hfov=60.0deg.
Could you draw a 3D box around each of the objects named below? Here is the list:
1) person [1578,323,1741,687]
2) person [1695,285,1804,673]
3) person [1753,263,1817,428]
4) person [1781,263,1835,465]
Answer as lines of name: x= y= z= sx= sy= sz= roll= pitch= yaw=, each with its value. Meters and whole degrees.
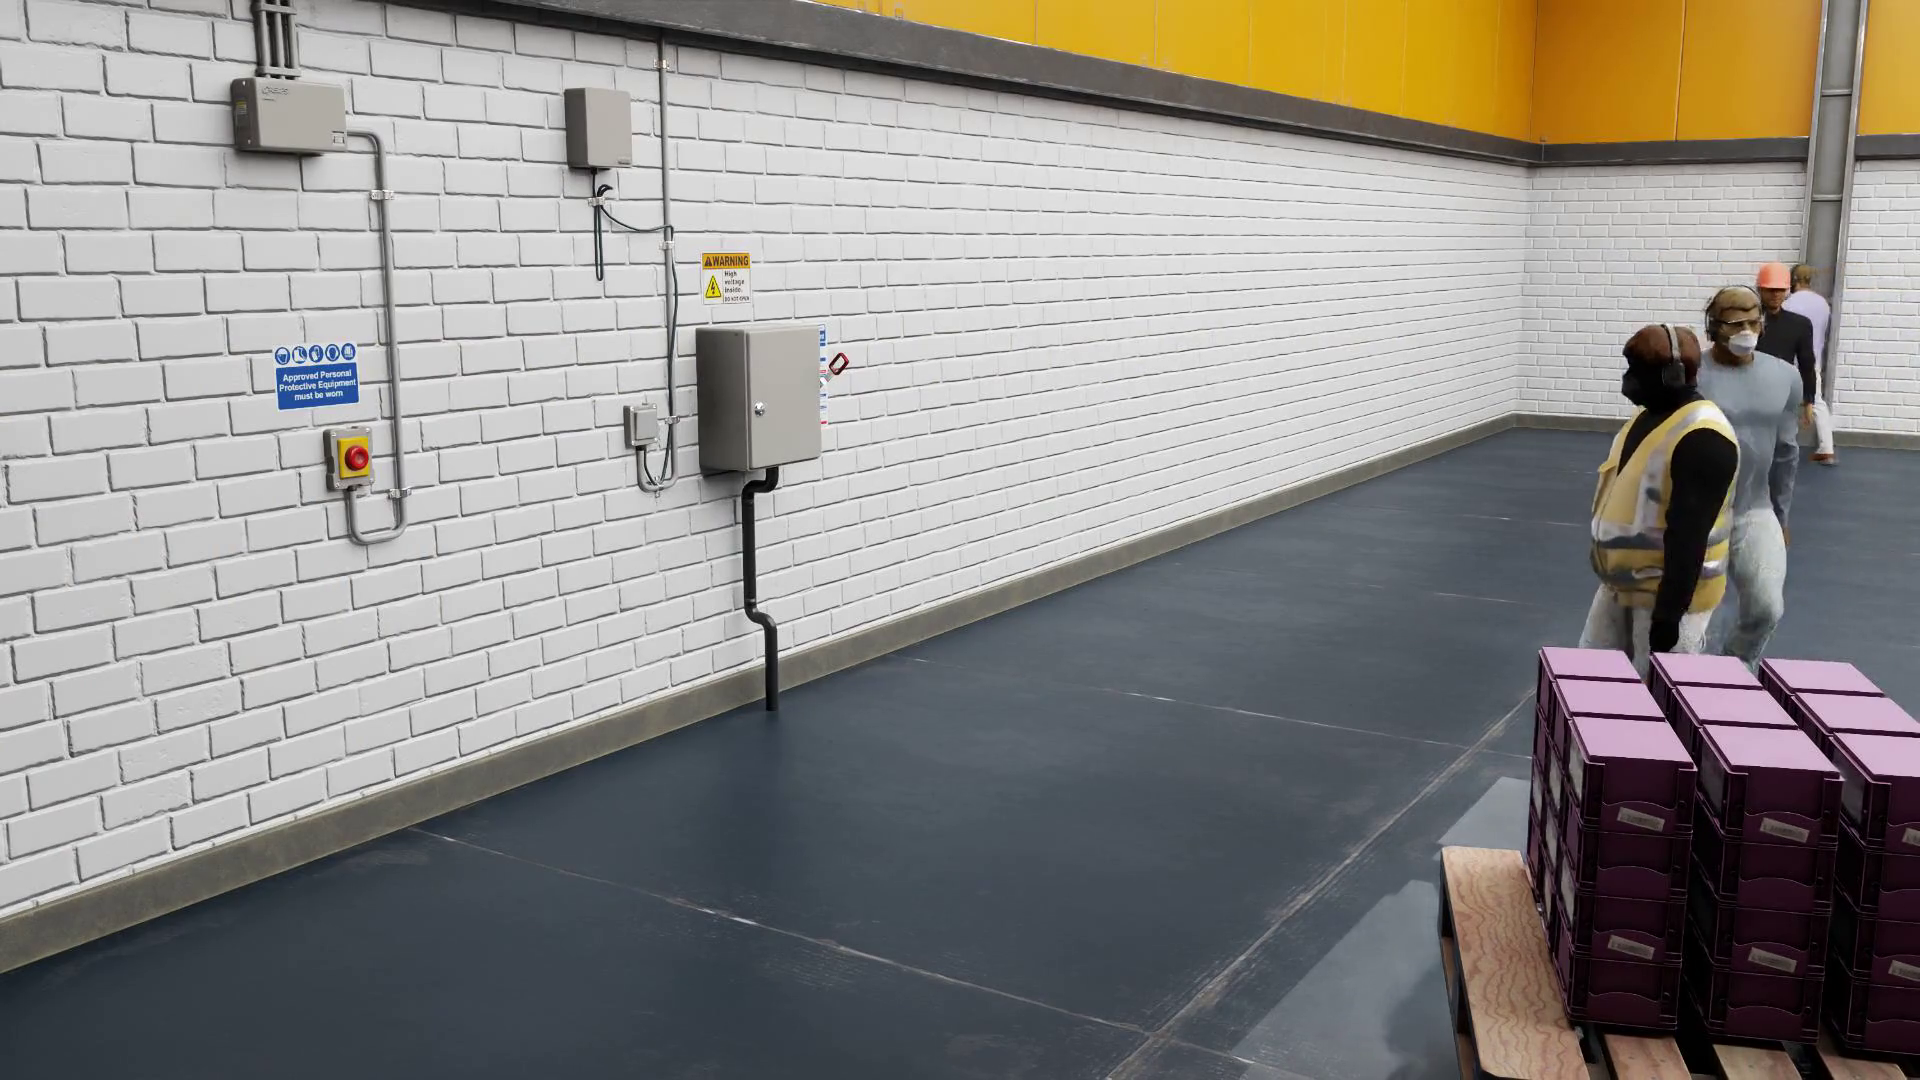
person: x=2.359 y=0.183 z=5.669 sx=0.444 sy=1.830 sz=0.628 roll=0 pitch=10 yaw=-2
person: x=3.134 y=-0.077 z=6.826 sx=0.650 sy=1.917 sz=0.524 roll=0 pitch=10 yaw=0
person: x=5.827 y=-1.022 z=12.039 sx=0.636 sy=1.936 sz=1.075 roll=2 pitch=10 yaw=10
person: x=7.912 y=-1.664 z=15.738 sx=0.656 sy=1.881 sz=1.049 roll=-4 pitch=11 yaw=-22
